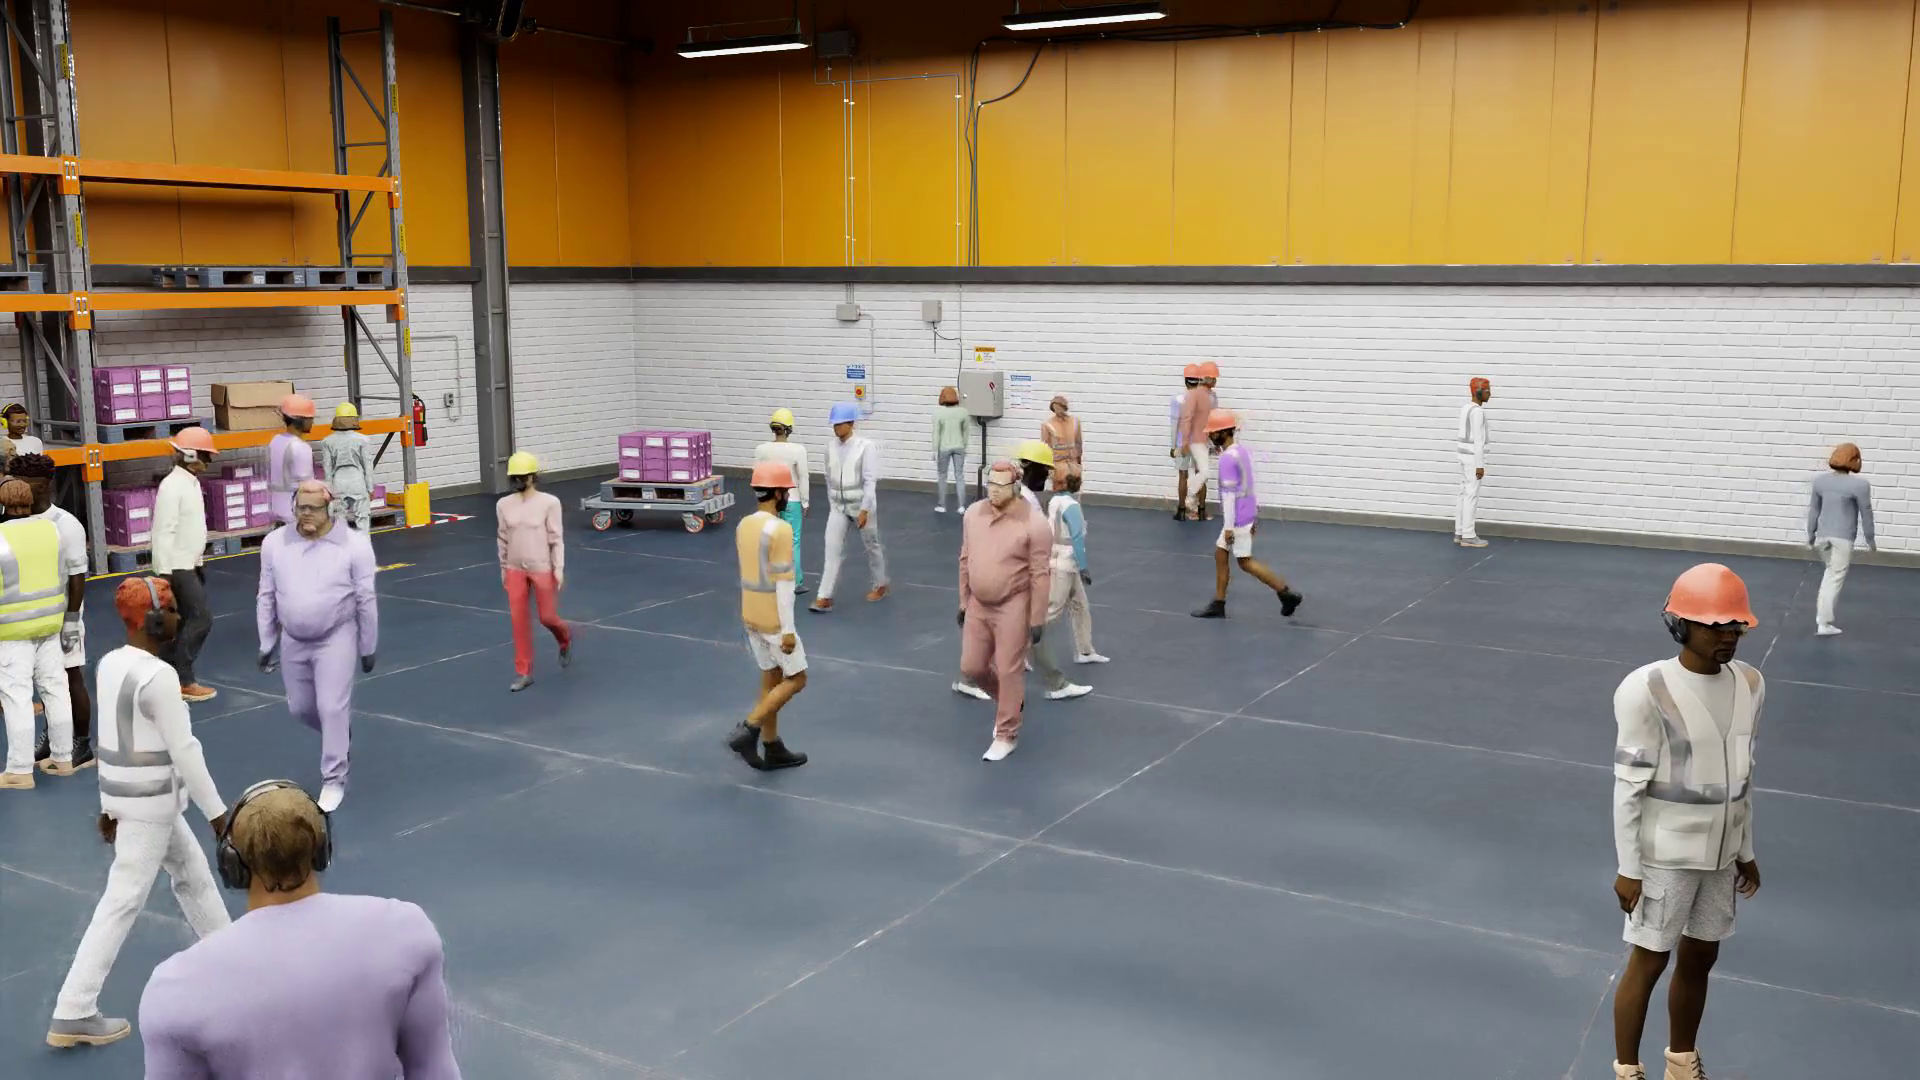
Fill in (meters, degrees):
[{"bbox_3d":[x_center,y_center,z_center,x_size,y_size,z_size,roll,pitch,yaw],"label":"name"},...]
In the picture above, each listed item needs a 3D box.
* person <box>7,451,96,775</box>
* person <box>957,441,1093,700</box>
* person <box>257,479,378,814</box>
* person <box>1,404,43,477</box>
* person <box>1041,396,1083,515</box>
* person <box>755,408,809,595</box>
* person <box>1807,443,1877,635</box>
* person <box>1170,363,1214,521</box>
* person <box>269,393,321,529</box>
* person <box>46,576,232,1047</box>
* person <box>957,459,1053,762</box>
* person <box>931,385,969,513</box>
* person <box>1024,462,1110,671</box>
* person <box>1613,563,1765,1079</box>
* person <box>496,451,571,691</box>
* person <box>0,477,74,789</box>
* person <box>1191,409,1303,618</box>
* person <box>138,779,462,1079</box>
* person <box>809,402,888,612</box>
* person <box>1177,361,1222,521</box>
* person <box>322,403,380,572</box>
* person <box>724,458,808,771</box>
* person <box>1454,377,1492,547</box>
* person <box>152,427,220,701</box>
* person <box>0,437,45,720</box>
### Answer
[{"bbox_3d":[-5.545,0.439,10.109,0.600,1.966,0.368,5,11,31],"label":"person"},{"bbox_3d":[0.430,0.236,11.732,0.975,1.860,0.619,0,9,-1],"label":"person"},{"bbox_3d":[-3.671,0.565,9.607,0.649,1.878,0.800,1,9,3],"label":"person"},{"bbox_3d":[-8.568,-0.318,15.182,0.319,1.860,0.516,6,11,33],"label":"person"},{"bbox_3d":[1.199,-0.899,19.551,0.551,1.607,0.405,-3,10,-18],"label":"person"},{"bbox_3d":[-1.671,-0.358,15.715,0.525,1.769,0.315,2,9,12],"label":"person"},{"bbox_3d":[7.422,-0.005,13.991,0.534,1.618,0.519,-4,10,-23],"label":"person"},{"bbox_3d":[2.829,-1.192,20.380,0.544,1.939,0.354,-1,9,-7],"label":"person"},{"bbox_3d":[-5.579,-0.224,14.060,0.429,2.025,0.652,-9,13,-44],"label":"person"},{"bbox_3d":[-3.254,1.060,6.689,1.003,1.835,0.592,-8,12,-41],"label":"person"},{"bbox_3d":[0.276,0.423,10.441,0.665,1.892,0.490,6,11,35],"label":"person"},{"bbox_3d":[-0.126,-1.146,21.074,0.500,1.637,0.323,-3,10,-18],"label":"person"},{"bbox_3d":[0.746,0.202,12.722,0.815,1.603,0.518,-1,9,-8],"label":"person"},{"bbox_3d":[2.566,1.087,5.829,0.614,2.042,0.373,-4,10,-21],"label":"person"},{"bbox_3d":[-3.139,0.199,12.271,0.533,1.746,0.664,2,9,10],"label":"person"},{"bbox_3d":[-5.549,0.544,9.846,0.429,1.843,0.628,4,10,23],"label":"person"},{"bbox_3d":[2.515,-0.200,14.430,0.904,1.883,0.558,3,9,16],"label":"person"},{"bbox_3d":[-1.509,1.471,3.825,0.658,1.912,0.752,-6,11,-35],"label":"person"},{"bbox_3d":[-0.984,-0.308,15.066,0.599,1.890,1.048,5,10,28],"label":"person"},{"bbox_3d":[2.977,-1.201,20.311,0.454,1.972,0.642,6,11,34],"label":"person"},{"bbox_3d":[-6.147,-0.513,16.773,0.483,1.736,0.311,-1,9,-4],"label":"person"},{"bbox_3d":[-1.170,0.471,10.032,0.502,1.925,0.556,-6,11,-35],"label":"person"},{"bbox_3d":[5.725,-0.871,18.545,0.338,1.882,0.583,0,9,2],"label":"person"},{"bbox_3d":[-5.516,0.179,11.780,0.610,1.948,0.613,-2,9,-15],"label":"person"},{"bbox_3d":[-6.544,0.252,11.367,0.635,1.936,0.356,8,12,40],"label":"person"}]
